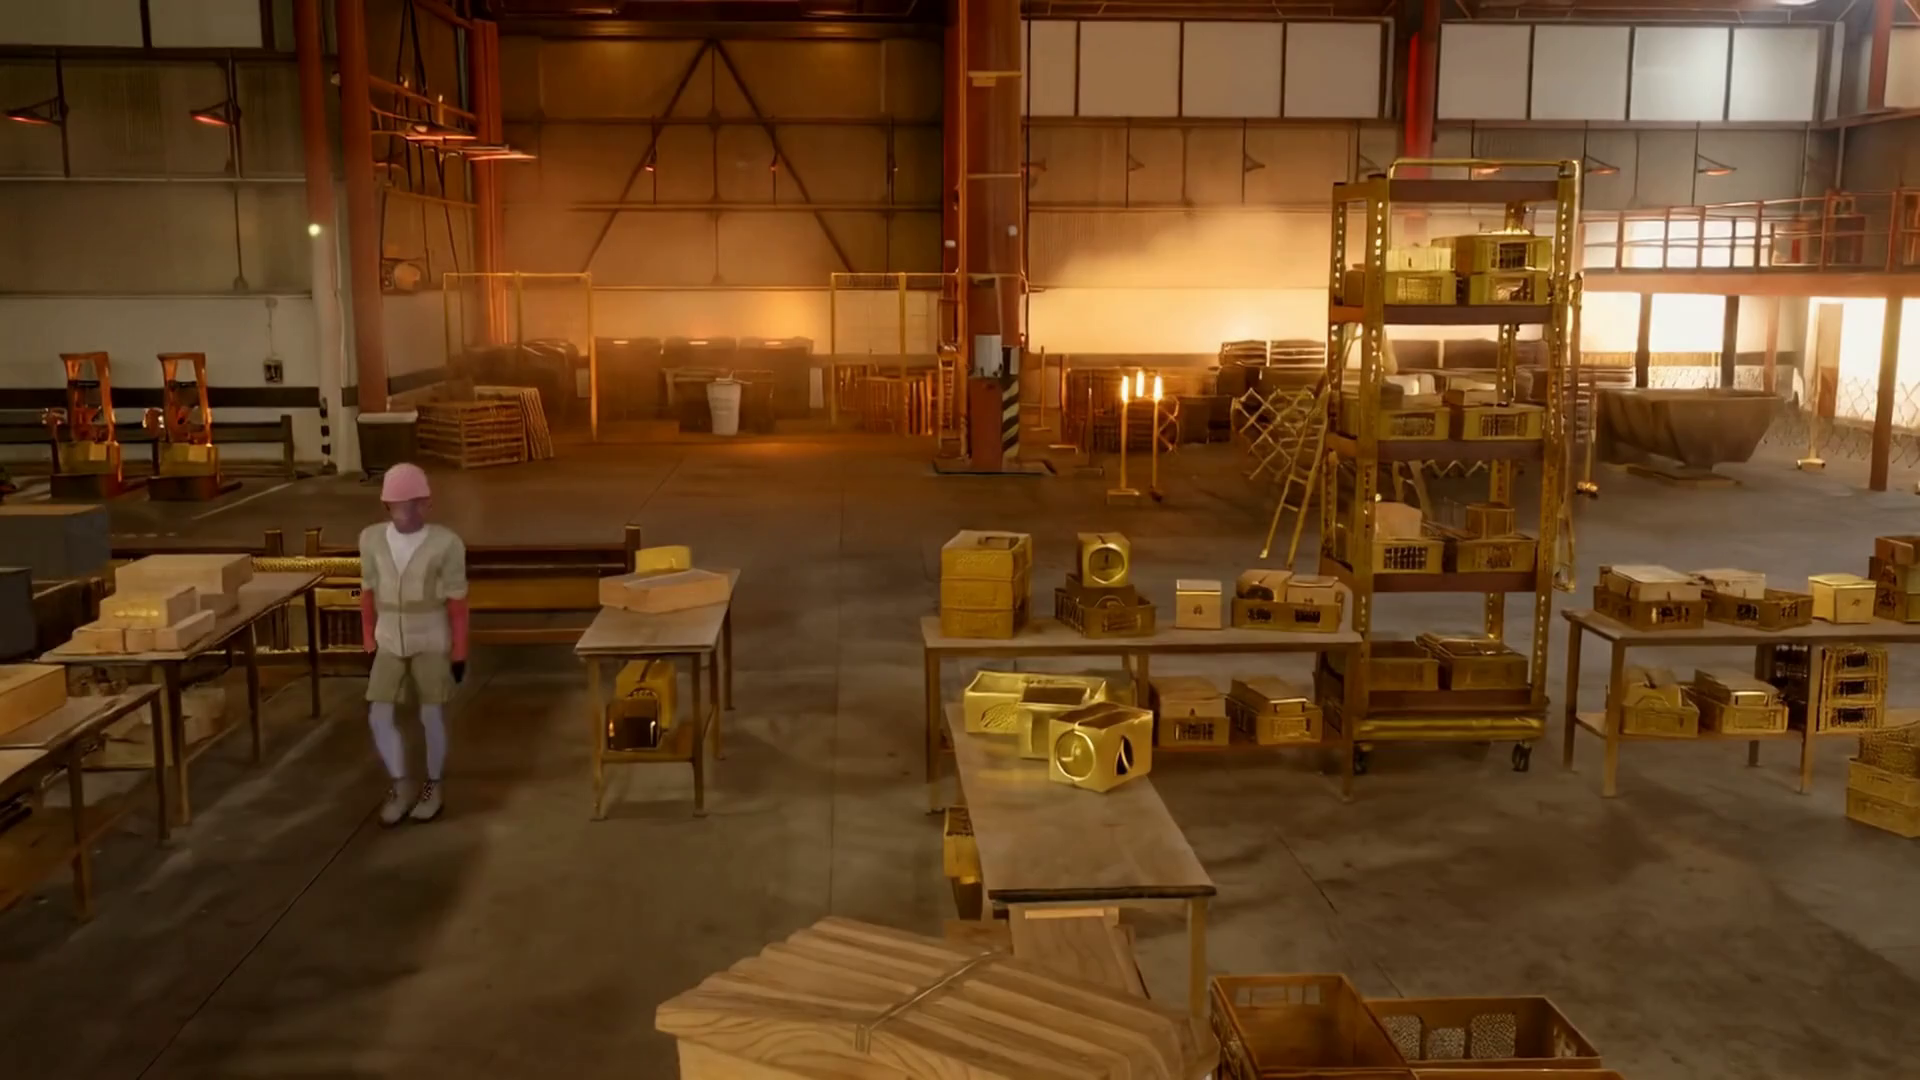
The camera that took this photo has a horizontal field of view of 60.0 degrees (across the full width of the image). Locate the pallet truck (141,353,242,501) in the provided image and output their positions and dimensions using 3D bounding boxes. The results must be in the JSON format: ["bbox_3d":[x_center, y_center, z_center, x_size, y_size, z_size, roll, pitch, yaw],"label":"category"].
[{"bbox_3d":[-10.520,-1.604,22.925,0.823,1.965,1.885,-1,9,-6],"label":"pallet truck"}]

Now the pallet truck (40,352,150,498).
[{"bbox_3d":[-11.907,-1.642,23.165,0.823,1.965,1.885,0,9,0],"label":"pallet truck"}]

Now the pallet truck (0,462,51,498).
[{"bbox_3d":[-13.193,-1.293,23.148,0.653,1.274,1.630,-1,9,-4],"label":"pallet truck"}]

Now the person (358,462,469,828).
[{"bbox_3d":[-3.011,0.585,9.083,0.653,2.025,0.579,1,9,5],"label":"person"}]
